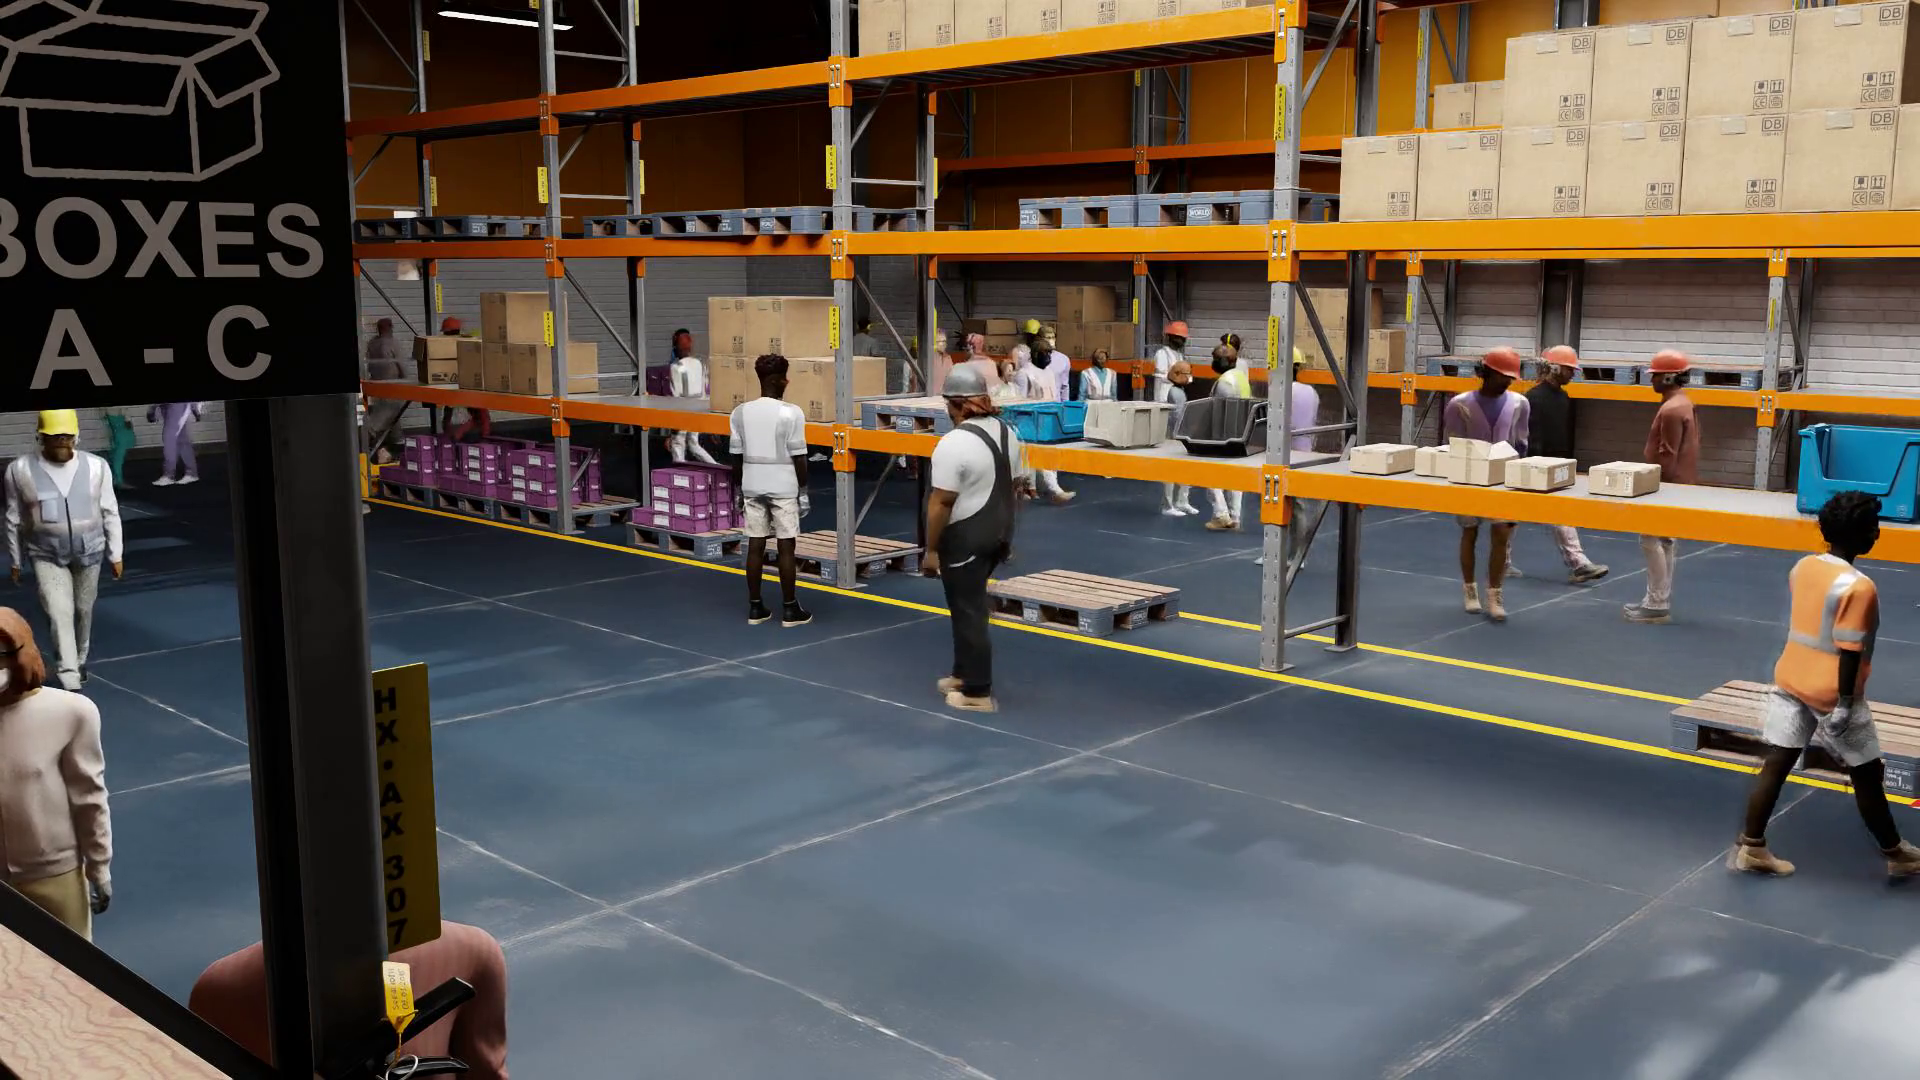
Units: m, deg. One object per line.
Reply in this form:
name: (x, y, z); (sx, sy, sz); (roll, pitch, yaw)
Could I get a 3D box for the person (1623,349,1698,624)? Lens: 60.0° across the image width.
person: (5.112, -0.391, 12.089); (0.437, 1.984, 0.660); (5, 11, 29)

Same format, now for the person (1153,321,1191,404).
person: (2.619, -1.754, 20.651); (0.449, 1.910, 0.576); (7, 11, 35)

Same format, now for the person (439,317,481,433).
person: (-7.132, -2.195, 23.463); (1.040, 1.868, 0.554); (-2, 9, -12)

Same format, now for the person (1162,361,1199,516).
person: (2.315, -1.034, 17.146); (0.507, 1.609, 0.514); (3, 10, 16)

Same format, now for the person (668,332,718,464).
person: (-2.985, -1.377, 18.518); (0.680, 1.865, 0.578); (6, 11, 31)

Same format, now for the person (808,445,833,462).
person: (-1.751, -1.990, 22.084); (0.591, 1.918, 0.383); (6, 11, 33)

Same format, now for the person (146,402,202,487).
person: (-9.327, -1.549, 19.520); (0.678, 1.870, 0.816); (6, 11, 33)

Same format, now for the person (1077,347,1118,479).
person: (1.653, -1.571, 20.444); (0.553, 1.614, 0.611); (-4, 10, -21)

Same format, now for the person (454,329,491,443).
person: (-6.596, -1.983, 22.570); (0.669, 1.743, 0.538); (-6, 11, -31)

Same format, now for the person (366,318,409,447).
person: (-8.250, -2.247, 23.844); (0.630, 1.877, 0.939); (6, 11, 33)

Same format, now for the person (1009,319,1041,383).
person: (1.002, -1.935, 21.834); (0.593, 1.893, 0.866); (-7, 12, -36)

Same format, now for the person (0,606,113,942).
person: (-2.712, 0.979, 4.788); (0.502, 1.626, 0.286); (-4, 10, -23)

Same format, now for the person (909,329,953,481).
person: (-0.240, -1.566, 19.716); (1.035, 1.849, 0.661); (6, 11, 32)

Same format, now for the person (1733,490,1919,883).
person: (3.681, 0.619, 6.897); (0.848, 1.655, 0.538); (-1, 9, -5)

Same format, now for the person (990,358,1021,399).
person: (0.469, -1.099, 17.528); (0.502, 1.620, 0.527); (7, 12, 37)

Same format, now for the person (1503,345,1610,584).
person: (4.800, -0.602, 13.516); (0.641, 1.928, 1.056); (-6, 11, -33)

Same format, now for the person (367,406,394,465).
person: (-7.563, -1.794, 20.730); (1.049, 1.987, 0.613); (-8, 12, -42)

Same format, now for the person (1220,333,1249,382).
person: (3.245, -1.453, 19.086); (0.842, 1.834, 0.536); (5, 11, 30)

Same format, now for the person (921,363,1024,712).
person: (-0.033, -0.027, 9.676); (0.682, 2.000, 0.705); (6, 11, 32)

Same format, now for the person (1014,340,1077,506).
person: (0.872, -1.275, 18.121); (0.978, 1.786, 0.623); (6, 11, 34)

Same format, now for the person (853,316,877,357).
person: (-1.575, -2.526, 25.677); (0.745, 1.831, 0.529); (2, 9, 13)

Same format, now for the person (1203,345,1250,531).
person: (2.569, -0.983, 16.206); (0.494, 1.825, 0.625); (5, 11, 30)

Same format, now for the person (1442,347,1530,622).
person: (3.830, -0.400, 12.099); (0.642, 1.989, 0.847); (1, 9, 5)

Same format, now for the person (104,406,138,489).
person: (-9.727, -1.452, 19.325); (0.456, 1.745, 0.533); (-4, 10, -24)

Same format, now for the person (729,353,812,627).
person: (-1.349, -0.354, 11.928); (0.601, 1.961, 0.372); (4, 10, 22)

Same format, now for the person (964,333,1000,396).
person: (0.176, -1.217, 17.439); (0.458, 1.891, 0.650); (9, 13, 44)

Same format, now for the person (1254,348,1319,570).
person: (2.767, -0.701, 14.223); (0.607, 1.899, 0.580); (-6, 11, -34)

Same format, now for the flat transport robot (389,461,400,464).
flat transport robot: (-6.492, -0.898, 20.431); (0.652, 0.197, 1.431); (2, 10, 14)

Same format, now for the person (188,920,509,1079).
person: (-1.018, 1.223, 2.854); (0.525, 1.769, 0.311); (-5, 10, -26)

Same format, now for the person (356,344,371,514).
person: (-6.403, -1.213, 17.428); (0.337, 1.882, 0.585); (-3, 10, -19)

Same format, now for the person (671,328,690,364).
person: (-4.152, -2.319, 24.817); (0.376, 1.672, 0.568); (-3, 10, -17)

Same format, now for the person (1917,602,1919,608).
person: (7.429, -0.351, 12.304); (0.445, 1.830, 0.651); (2, 10, 15)

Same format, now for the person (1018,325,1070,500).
person: (0.947, -1.416, 18.505); (0.632, 1.940, 0.372); (-4, 10, -24)

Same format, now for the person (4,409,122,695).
person: (-5.361, 0.059, 9.971); (0.600, 1.783, 0.932); (-7, 12, -39)

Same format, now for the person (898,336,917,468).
person: (-0.544, -1.719, 21.017); (0.414, 1.726, 0.489); (7, 12, 39)
